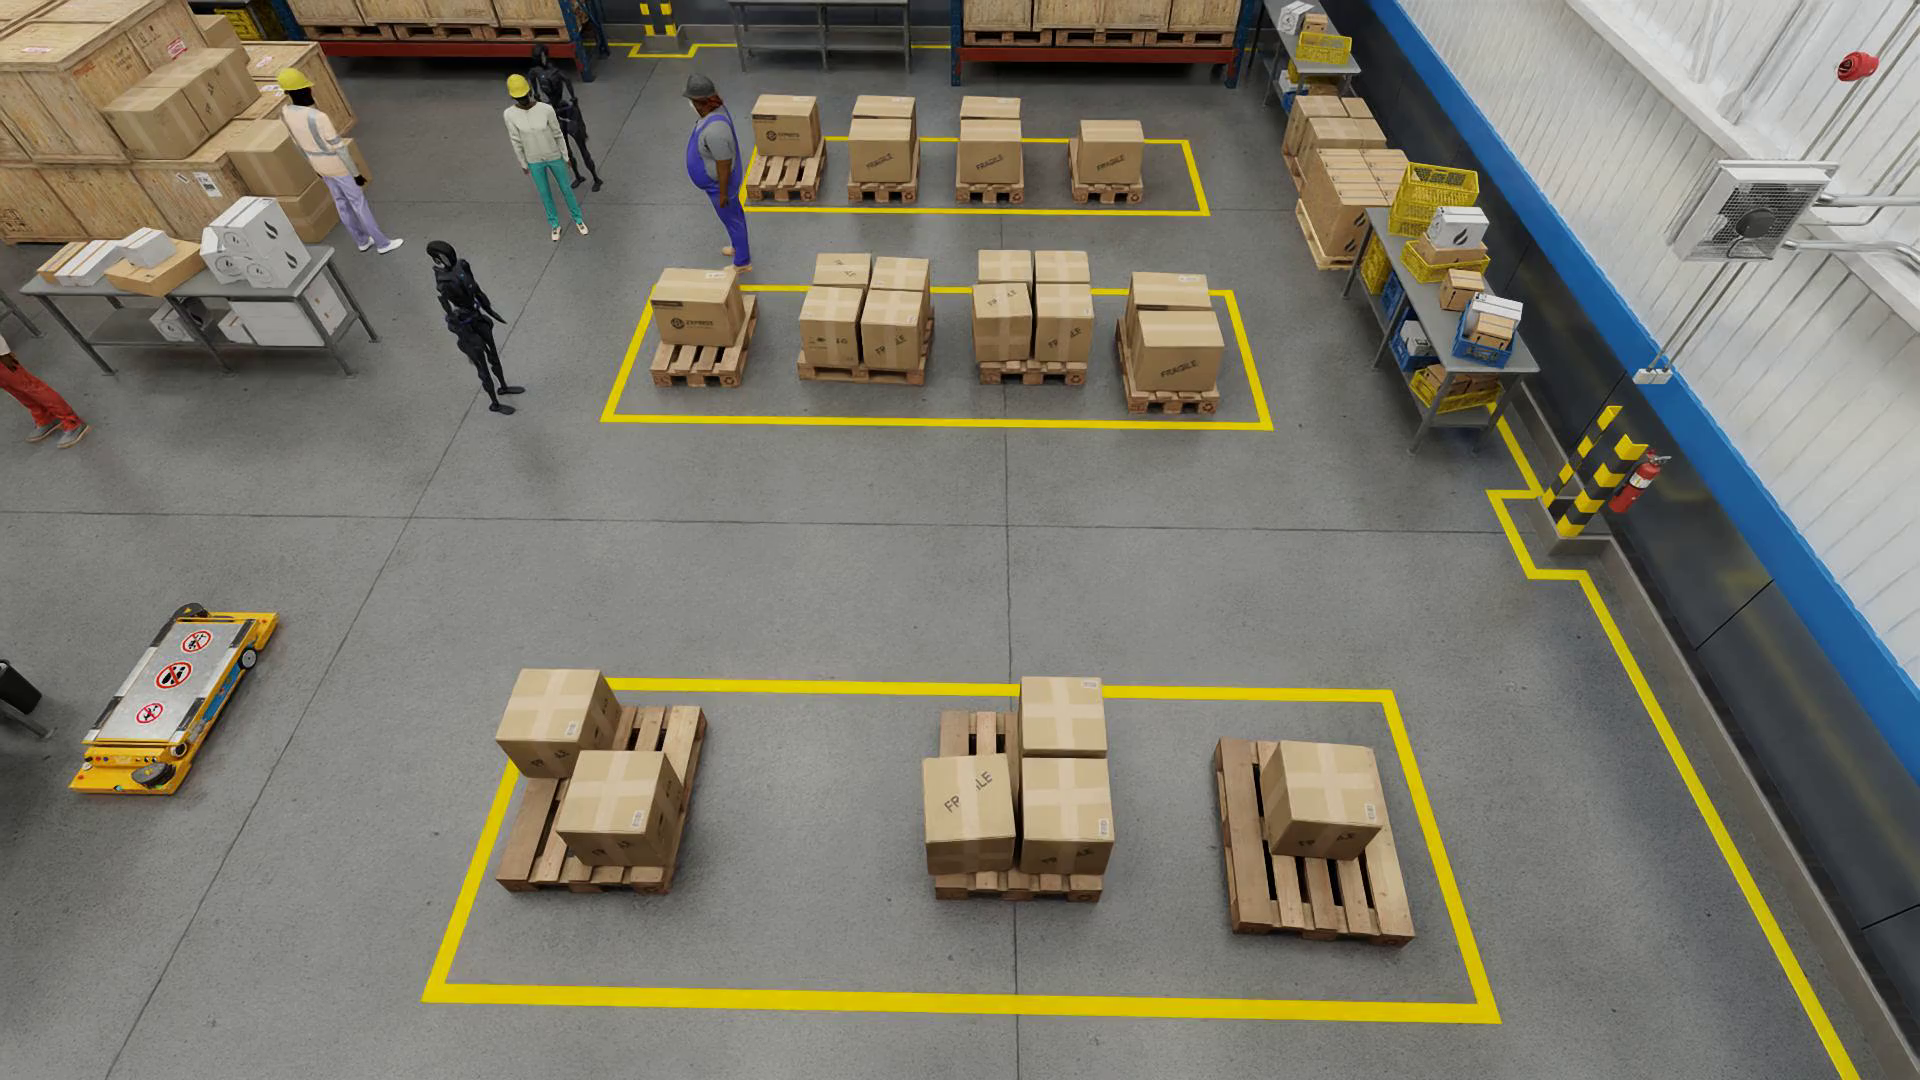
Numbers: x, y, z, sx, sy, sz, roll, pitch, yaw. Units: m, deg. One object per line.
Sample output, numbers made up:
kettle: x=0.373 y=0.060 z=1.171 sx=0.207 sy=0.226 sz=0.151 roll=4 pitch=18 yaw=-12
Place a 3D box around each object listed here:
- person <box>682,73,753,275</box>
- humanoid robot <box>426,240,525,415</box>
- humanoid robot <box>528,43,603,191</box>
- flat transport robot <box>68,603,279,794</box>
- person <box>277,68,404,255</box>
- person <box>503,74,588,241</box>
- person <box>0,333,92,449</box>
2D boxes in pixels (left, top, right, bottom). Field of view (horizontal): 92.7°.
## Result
person: x=-2.477 y=-3.697 z=9.336 sx=0.537 sy=2.000 sz=0.688 roll=-8 pitch=50 yaw=-6
humanoid robot: x=-4.238 y=-1.871 z=8.017 sx=0.315 sy=1.657 sz=0.602 roll=3 pitch=50 yaw=2
humanoid robot: x=-4.566 y=-4.834 z=10.530 sx=0.569 sy=1.651 sz=0.344 roll=11 pitch=51 yaw=9
flat transport robot: x=-5.504 y=1.072 z=6.442 sx=0.652 sy=0.197 sz=1.431 roll=1 pitch=50 yaw=1
person: x=-6.553 y=-3.918 z=9.598 sx=0.587 sy=1.923 sz=0.379 roll=14 pitch=51 yaw=11
person: x=-4.462 y=-4.089 z=9.845 sx=0.529 sy=1.768 sz=0.310 roll=-16 pitch=52 yaw=-13
person: x=-8.142 y=-1.590 z=7.583 sx=0.624 sy=1.992 sz=0.384 roll=12 pitch=51 yaw=10
